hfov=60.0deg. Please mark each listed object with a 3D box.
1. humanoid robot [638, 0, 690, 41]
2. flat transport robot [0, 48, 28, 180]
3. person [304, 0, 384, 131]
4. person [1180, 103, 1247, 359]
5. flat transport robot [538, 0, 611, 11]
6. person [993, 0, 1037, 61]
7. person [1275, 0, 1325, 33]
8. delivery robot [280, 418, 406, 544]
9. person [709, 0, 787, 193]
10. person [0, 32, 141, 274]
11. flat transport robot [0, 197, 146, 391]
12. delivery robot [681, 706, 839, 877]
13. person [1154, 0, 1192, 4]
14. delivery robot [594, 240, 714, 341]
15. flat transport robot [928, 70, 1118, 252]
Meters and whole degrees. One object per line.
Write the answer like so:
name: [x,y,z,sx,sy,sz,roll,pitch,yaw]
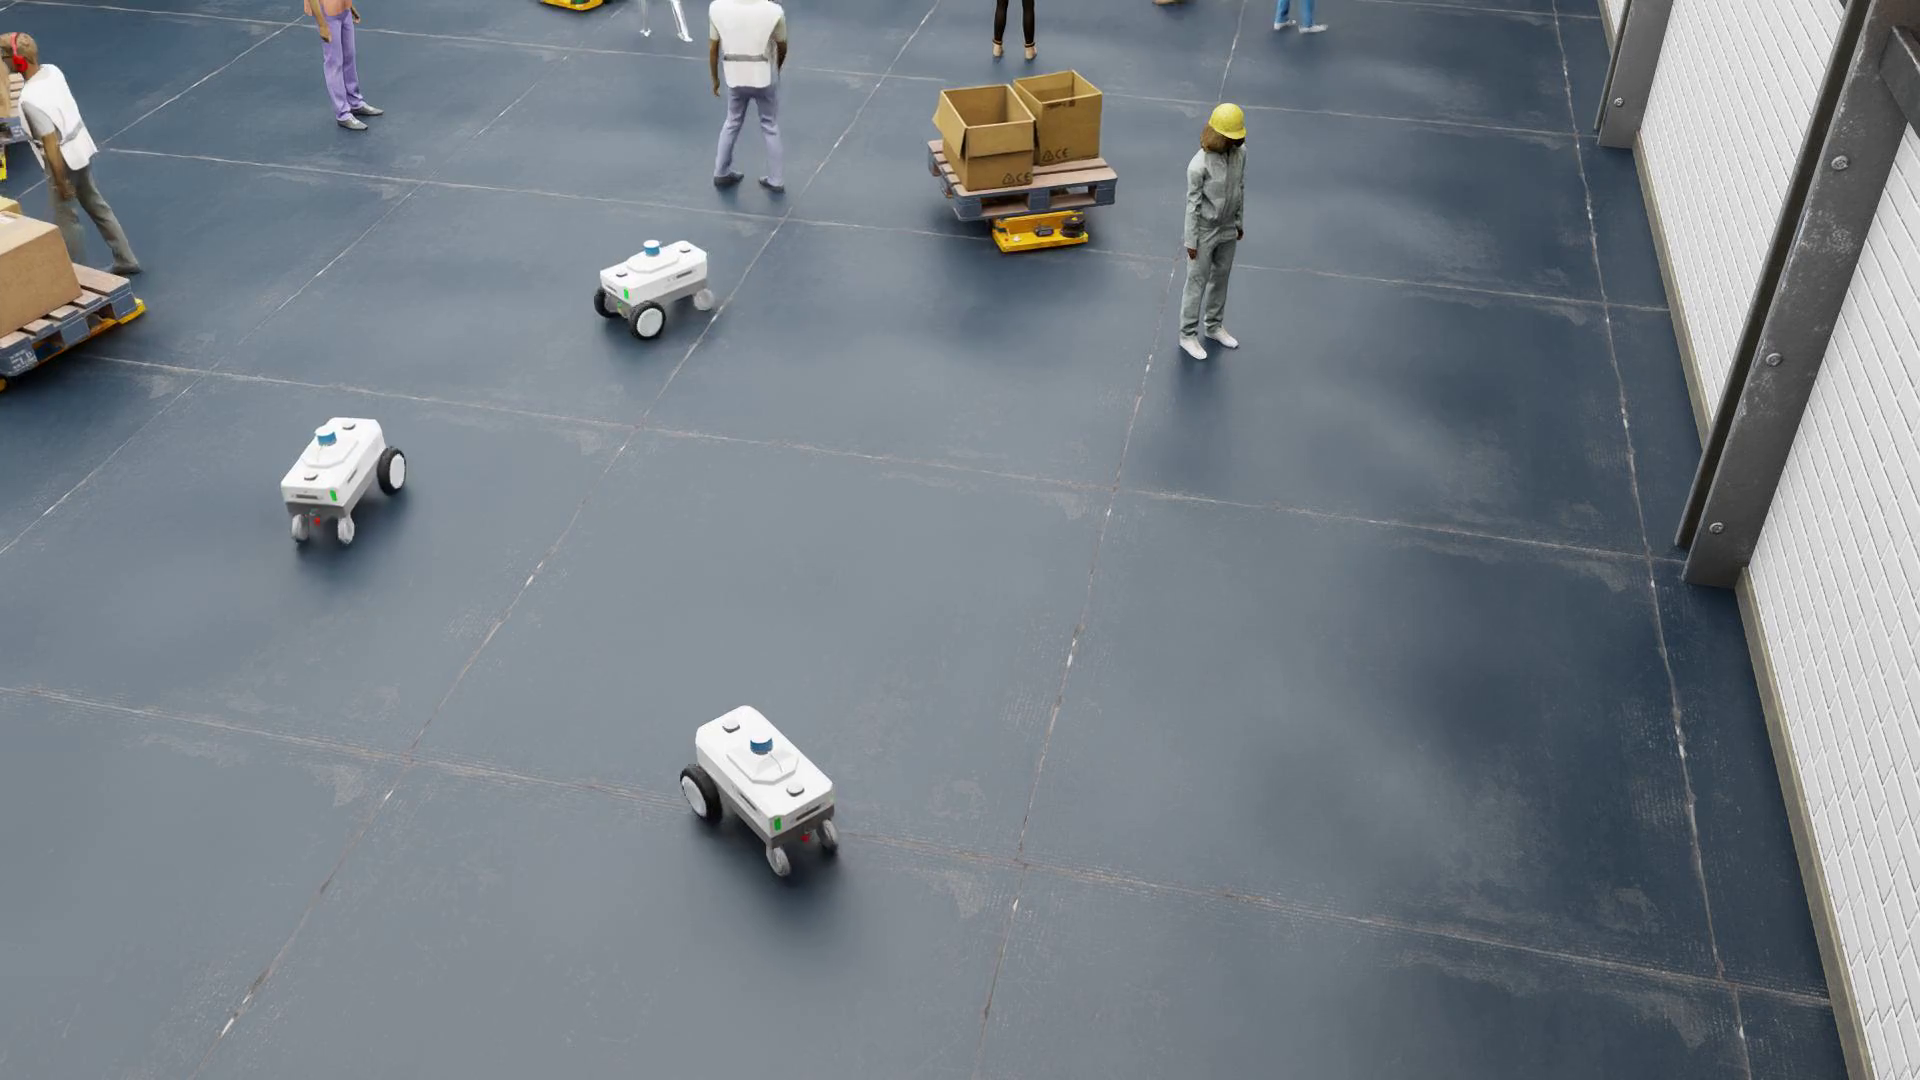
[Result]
humanoid robot: [-2.810,-5.491,15.373,0.531,1.806,0.799,-13,39,-17]
flat transport robot: [-8.149,-3.219,13.526,0.659,0.231,1.431,-16,40,-20]
person: [-5.165,-4.330,13.695,0.389,1.847,0.563,6,37,8]
person: [1.636,-1.971,10.636,0.490,1.729,0.320,-27,44,-31]
flat transport robot: [-3.604,-5.688,16.831,0.659,0.231,1.431,20,41,25]
person: [0.517,-5.178,14.963,0.535,1.688,0.322,8,37,10]
person: [3.236,-5.600,15.502,0.394,1.720,0.502,-17,40,-22]
delivery robot: [-3.551,-0.381,9.505,0.499,0.613,0.811,4,37,5]
person: [-1.602,-3.494,12.617,0.643,1.804,0.547,5,37,6]
person: [-6.167,-2.572,11.369,0.561,1.839,0.569,-4,37,-5]
flat transport robot: [-6.221,-1.351,11.027,0.659,0.231,1.431,17,40,21]
delivery robot: [-0.885,1.091,7.514,0.499,0.587,0.788,-26,44,-30]
person: [2.084,-6.111,16.061,0.583,1.863,0.613,-4,37,-6]
delivery robot: [-2.077,-1.746,11.311,0.785,0.589,0.499,-29,46,-33]
flat transport robot: [0.444,-2.613,12.716,0.659,0.231,1.431,-9,38,-12]
